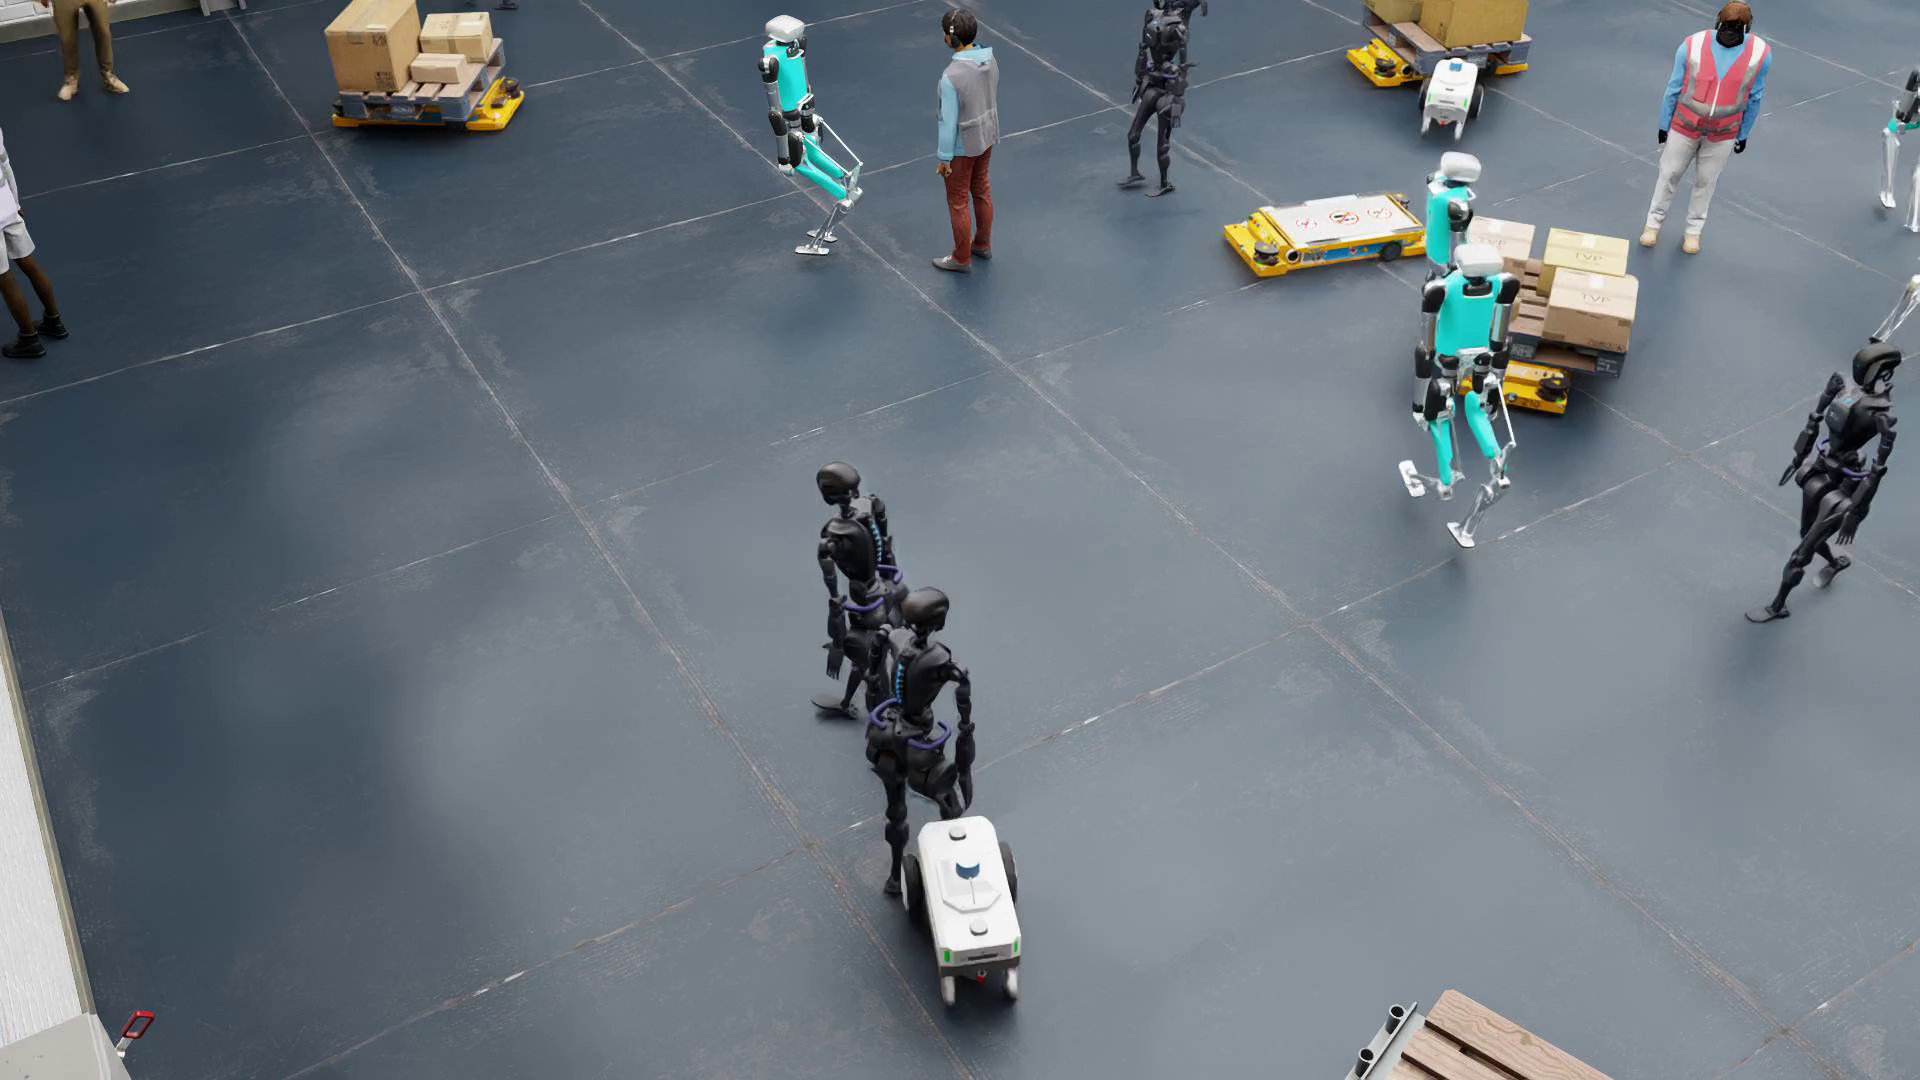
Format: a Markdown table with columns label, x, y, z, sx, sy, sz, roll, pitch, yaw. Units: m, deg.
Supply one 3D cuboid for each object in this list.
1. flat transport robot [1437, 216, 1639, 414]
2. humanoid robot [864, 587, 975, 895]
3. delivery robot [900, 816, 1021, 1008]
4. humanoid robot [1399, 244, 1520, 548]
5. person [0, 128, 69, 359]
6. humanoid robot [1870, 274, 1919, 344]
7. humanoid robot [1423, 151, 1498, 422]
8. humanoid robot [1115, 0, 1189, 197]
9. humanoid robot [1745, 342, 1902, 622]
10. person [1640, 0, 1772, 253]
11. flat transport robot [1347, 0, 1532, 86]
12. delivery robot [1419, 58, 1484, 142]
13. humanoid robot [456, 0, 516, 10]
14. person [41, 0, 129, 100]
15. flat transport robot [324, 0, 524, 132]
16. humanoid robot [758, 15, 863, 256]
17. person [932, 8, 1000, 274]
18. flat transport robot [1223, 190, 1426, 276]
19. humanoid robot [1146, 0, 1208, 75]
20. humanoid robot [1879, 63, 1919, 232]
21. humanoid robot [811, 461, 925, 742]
| label | x | y | z | sx | sy | sz | roll | pitch | yaw |
| --- | --- | --- | --- | --- | --- | --- | --- | --- | --- |
| flat transport robot | 3.724 | -1.329 | 10.969 | 0.659 | 0.231 | 1.431 | 13 | 40 | 16 |
| humanoid robot | -0.200 | 0.879 | 7.054 | 0.594 | 1.645 | 0.371 | 24 | 44 | 27 |
| delivery robot | 0.029 | 1.539 | 7.125 | 0.499 | 0.601 | 0.775 | -6 | 39 | -8 |
| humanoid robot | 2.750 | -0.696 | 8.985 | 0.539 | 1.727 | 0.996 | -7 | 39 | -9 |
| person | -6.169 | -2.055 | 10.540 | 0.348 | 1.942 | 0.543 | 9 | 39 | 11 |
| humanoid robot | 6.382 | -1.954 | 10.639 | 0.843 | 1.847 | 0.561 | -12 | 40 | -15 |
| humanoid robot | 3.114 | -1.447 | 10.002 | 0.823 | 1.869 | 0.536 | -3 | 38 | -4 |
| humanoid robot | 1.473 | -3.337 | 12.366 | 0.372 | 1.656 | 0.614 | -19 | 42 | -22 |
| humanoid robot | 4.566 | -0.309 | 8.583 | 0.717 | 1.642 | 0.583 | -9 | 39 | -11 |
| person | 5.225 | -2.893 | 11.688 | 0.628 | 1.836 | 0.432 | 13 | 40 | 16 |
| flat transport robot | 4.221 | -4.277 | 14.689 | 1.431 | 0.231 | 0.659 | -9 | 39 | -11 |
| delivery robot | 4.039 | -3.664 | 13.695 | 0.499 | 0.606 | 0.796 | 13 | 40 | 15 |
| humanoid robot | -4.557 | -5.688 | 15.360 | 0.669 | 1.631 | 0.589 | -7 | 39 | -9 |
| person | -7.373 | -4.533 | 13.826 | 0.642 | 1.731 | 0.403 | -24 | 44 | -27 |
| flat transport robot | -4.445 | -3.658 | 13.908 | 1.431 | 0.231 | 0.659 | 2 | 38 | 3 |
| humanoid robot | -0.958 | -2.747 | 11.468 | 0.735 | 1.677 | 0.533 | 14 | 40 | 17 |
| person | 0.050 | -2.713 | 11.430 | 0.419 | 1.870 | 0.543 | 24 | 44 | 27 |
| flat transport robot | 2.711 | -2.235 | 12.112 | 1.431 | 0.231 | 0.659 | -10 | 39 | -12 |
| humanoid robot | 1.842 | -4.743 | 14.173 | 0.737 | 1.629 | 0.603 | -24 | 44 | -27 |
| humanoid robot | 7.052 | -3.144 | 12.099 | 0.536 | 1.794 | 0.835 | 7 | 39 | 9 |
| humanoid robot | -0.415 | 0.342 | 7.773 | 0.783 | 1.619 | 0.612 | 18 | 42 | 21 |
